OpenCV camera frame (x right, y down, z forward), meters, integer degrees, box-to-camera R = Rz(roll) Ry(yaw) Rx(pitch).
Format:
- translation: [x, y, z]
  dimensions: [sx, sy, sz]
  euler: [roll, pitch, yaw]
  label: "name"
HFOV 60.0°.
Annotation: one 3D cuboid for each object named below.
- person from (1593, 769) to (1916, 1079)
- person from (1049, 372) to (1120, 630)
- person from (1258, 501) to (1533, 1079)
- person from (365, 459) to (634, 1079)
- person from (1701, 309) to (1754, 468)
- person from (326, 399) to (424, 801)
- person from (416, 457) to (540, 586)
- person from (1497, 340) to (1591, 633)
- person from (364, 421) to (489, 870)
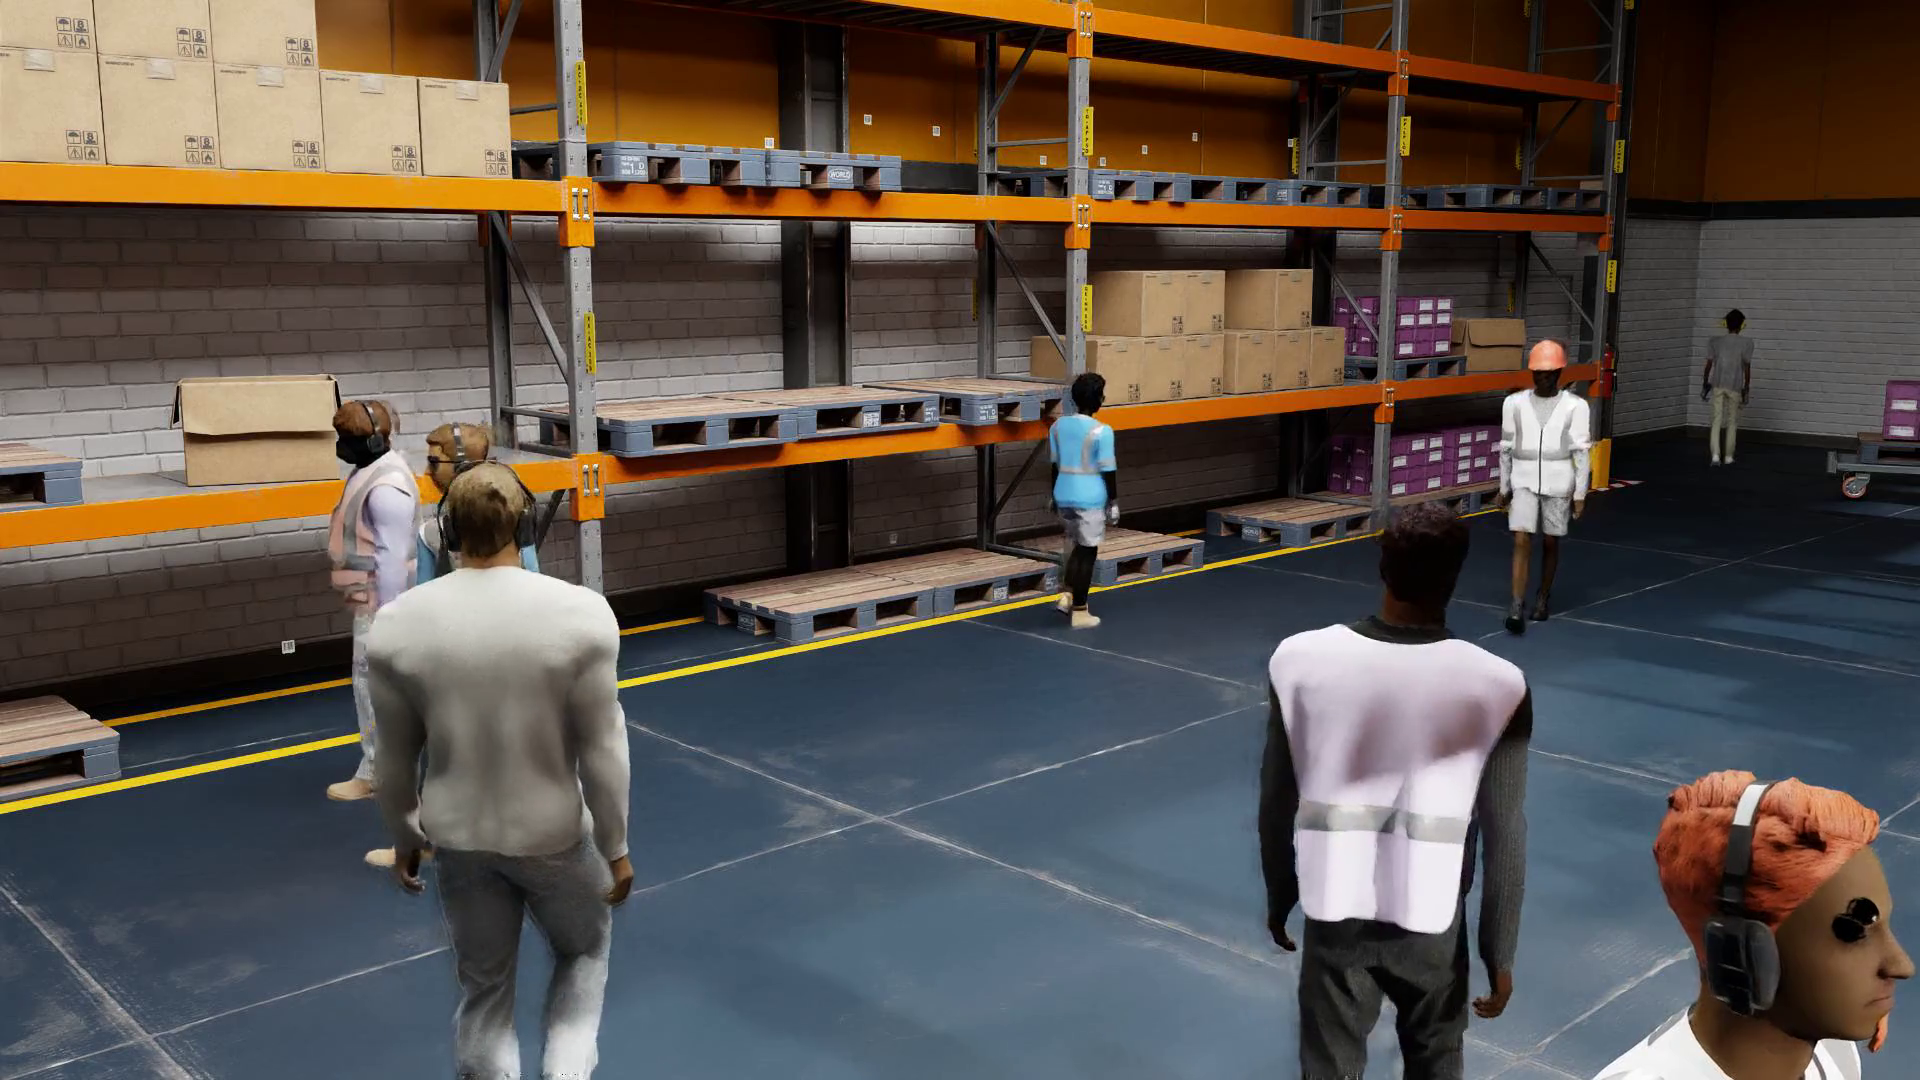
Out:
- translation: [0.851, 1.180, 1.891]
  dimensions: [0.355, 1.884, 0.575]
  euler: [9, 13, 44]
  label: "person"
- translation: [0.822, -0.252, 10.845]
  dimensions: [0.377, 1.679, 0.557]
  euler: [-8, 13, -39]
  label: "person"
- translation: [0.970, 0.860, 3.819]
  dimensions: [0.610, 1.886, 0.637]
  euler: [3, 10, 19]
  label: "person"
- translation: [-1.155, 0.752, 4.252]
  dimensions: [0.662, 1.928, 0.464]
  euler: [0, 10, 0]
  label: "person"
- translation: [8.843, -1.748, 19.217]
  dimensions: [0.536, 1.829, 0.954]
  euler: [5, 11, 29]
  label: "person"
- translation: [-2.506, 0.266, 7.440]
  dimensions: [0.652, 1.821, 0.646]
  euler: [-4, 10, -21]
  label: "person"
- translation: [-2.061, 0.438, 7.098]
  dimensions: [0.536, 1.589, 0.872]
  euler: [0, 10, 2]
  label: "person"
- translation: [3.777, -0.344, 10.799]
  dimensions: [0.569, 1.882, 0.976]
  euler: [4, 11, 24]
  label: "person"
- translation: [-1.904, 0.428, 6.535]
  dimensions: [0.875, 1.808, 0.522]
  euler: [-3, 10, -17]
  label: "person"
